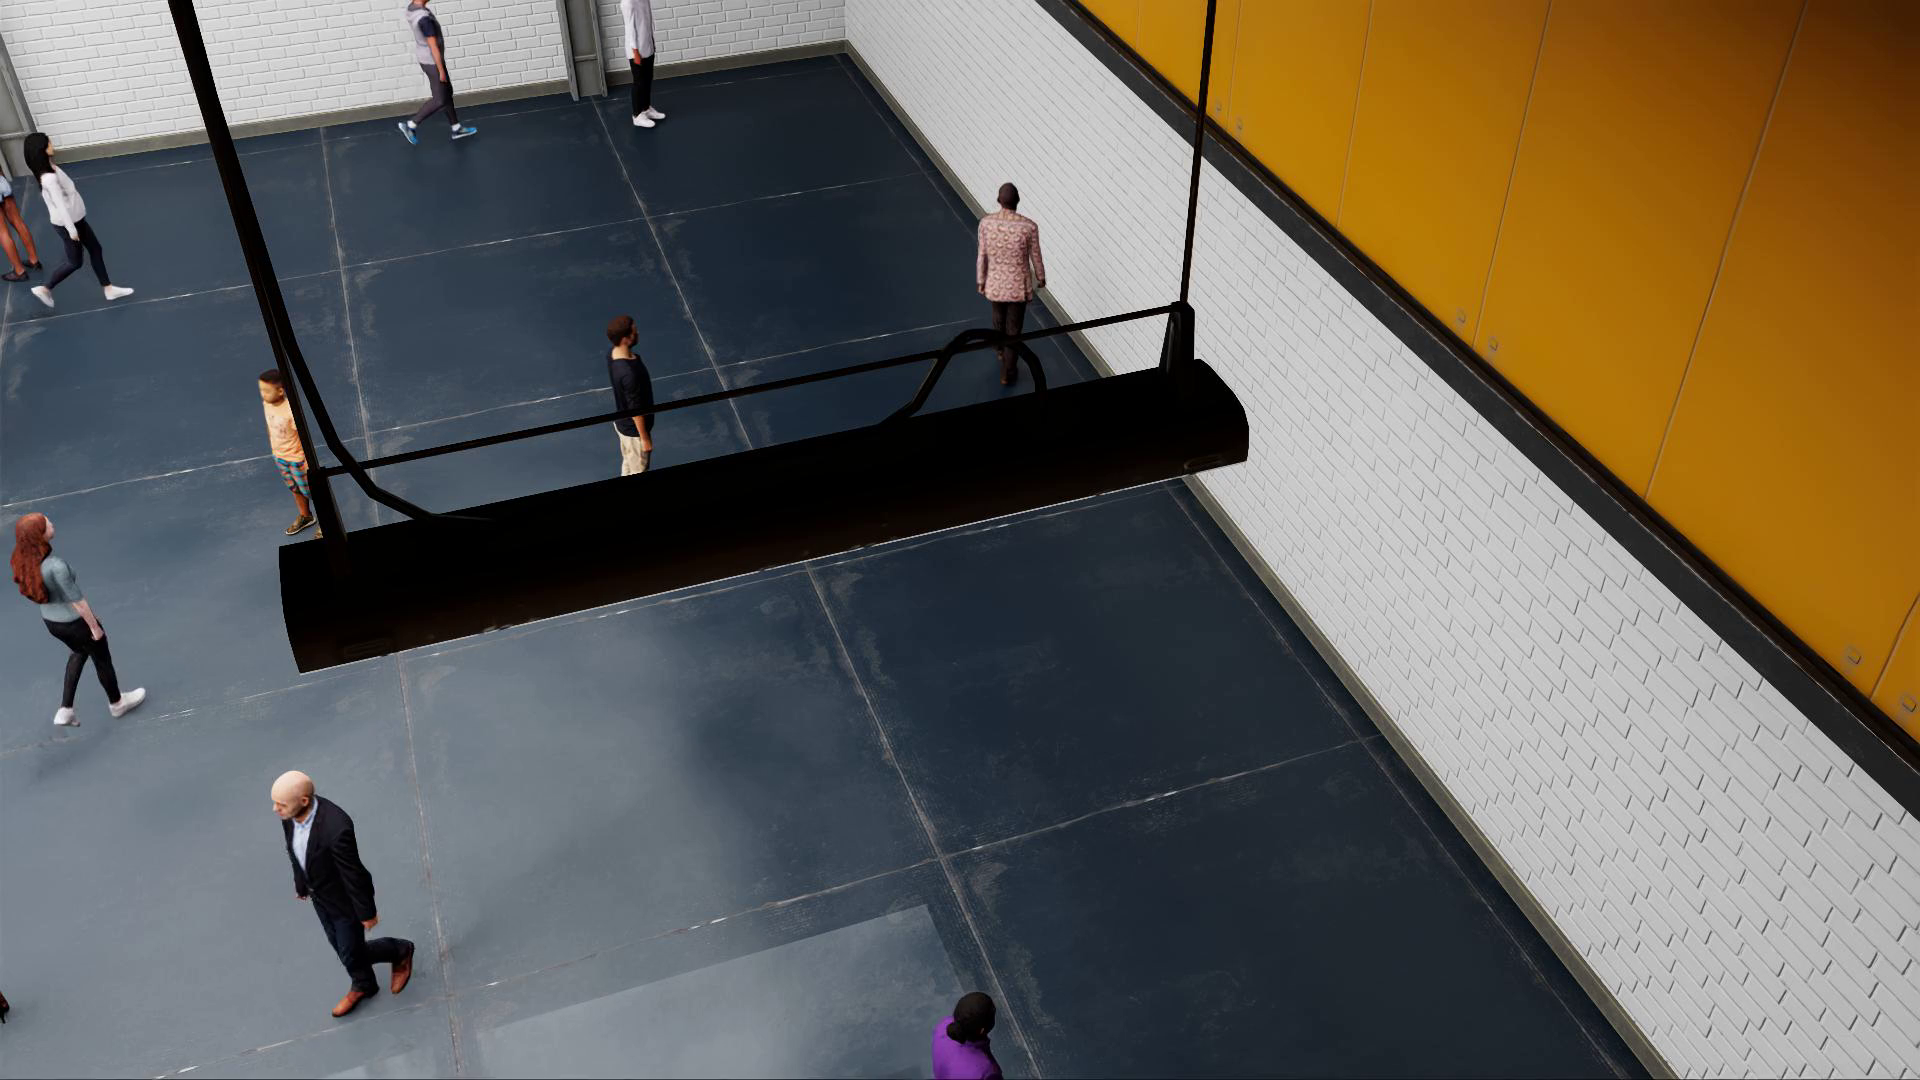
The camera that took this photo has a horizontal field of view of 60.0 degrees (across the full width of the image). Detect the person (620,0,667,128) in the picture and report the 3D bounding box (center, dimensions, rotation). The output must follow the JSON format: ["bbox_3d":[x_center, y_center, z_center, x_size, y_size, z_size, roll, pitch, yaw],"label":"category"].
[{"bbox_3d":[-3.510,-5.429,18.207,0.771,1.804,0.724,13,40,16],"label":"person"}]

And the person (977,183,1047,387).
[{"bbox_3d":[0.394,-2.121,14.082,0.995,1.784,1.039,13,40,16],"label":"person"}]

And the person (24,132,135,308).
[{"bbox_3d":[-8.188,-2.855,15.092,1.062,1.671,0.716,-17,42,-21],"label":"person"}]

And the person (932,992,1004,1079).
[{"bbox_3d":[-0.069,2.829,7.941,1.293,1.711,0.879,-24,44,-27],"label":"person"}]

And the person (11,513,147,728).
[{"bbox_3d":[-5.805,0.579,10.743,0.909,1.731,0.957,14,41,17],"label":"person"}]

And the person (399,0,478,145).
[{"bbox_3d":[-5.712,-5.062,17.748,1.125,1.805,0.816,-20,43,-24],"label":"person"}]

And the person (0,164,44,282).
[{"bbox_3d":[-9.023,-3.250,15.528,0.692,1.743,0.668,9,40,11],"label":"person"}]

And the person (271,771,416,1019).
[{"bbox_3d":[-3.338,1.873,9.075,0.904,1.791,0.958,22,44,25],"label":"person"}]

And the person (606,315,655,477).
[{"bbox_3d":[-2.451,-0.855,12.442,0.570,1.851,0.648,-16,41,-19],"label":"person"}]

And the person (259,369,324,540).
[{"bbox_3d":[-5.008,-0.652,12.501,0.601,1.461,0.653,19,42,22],"label":"person"}]
